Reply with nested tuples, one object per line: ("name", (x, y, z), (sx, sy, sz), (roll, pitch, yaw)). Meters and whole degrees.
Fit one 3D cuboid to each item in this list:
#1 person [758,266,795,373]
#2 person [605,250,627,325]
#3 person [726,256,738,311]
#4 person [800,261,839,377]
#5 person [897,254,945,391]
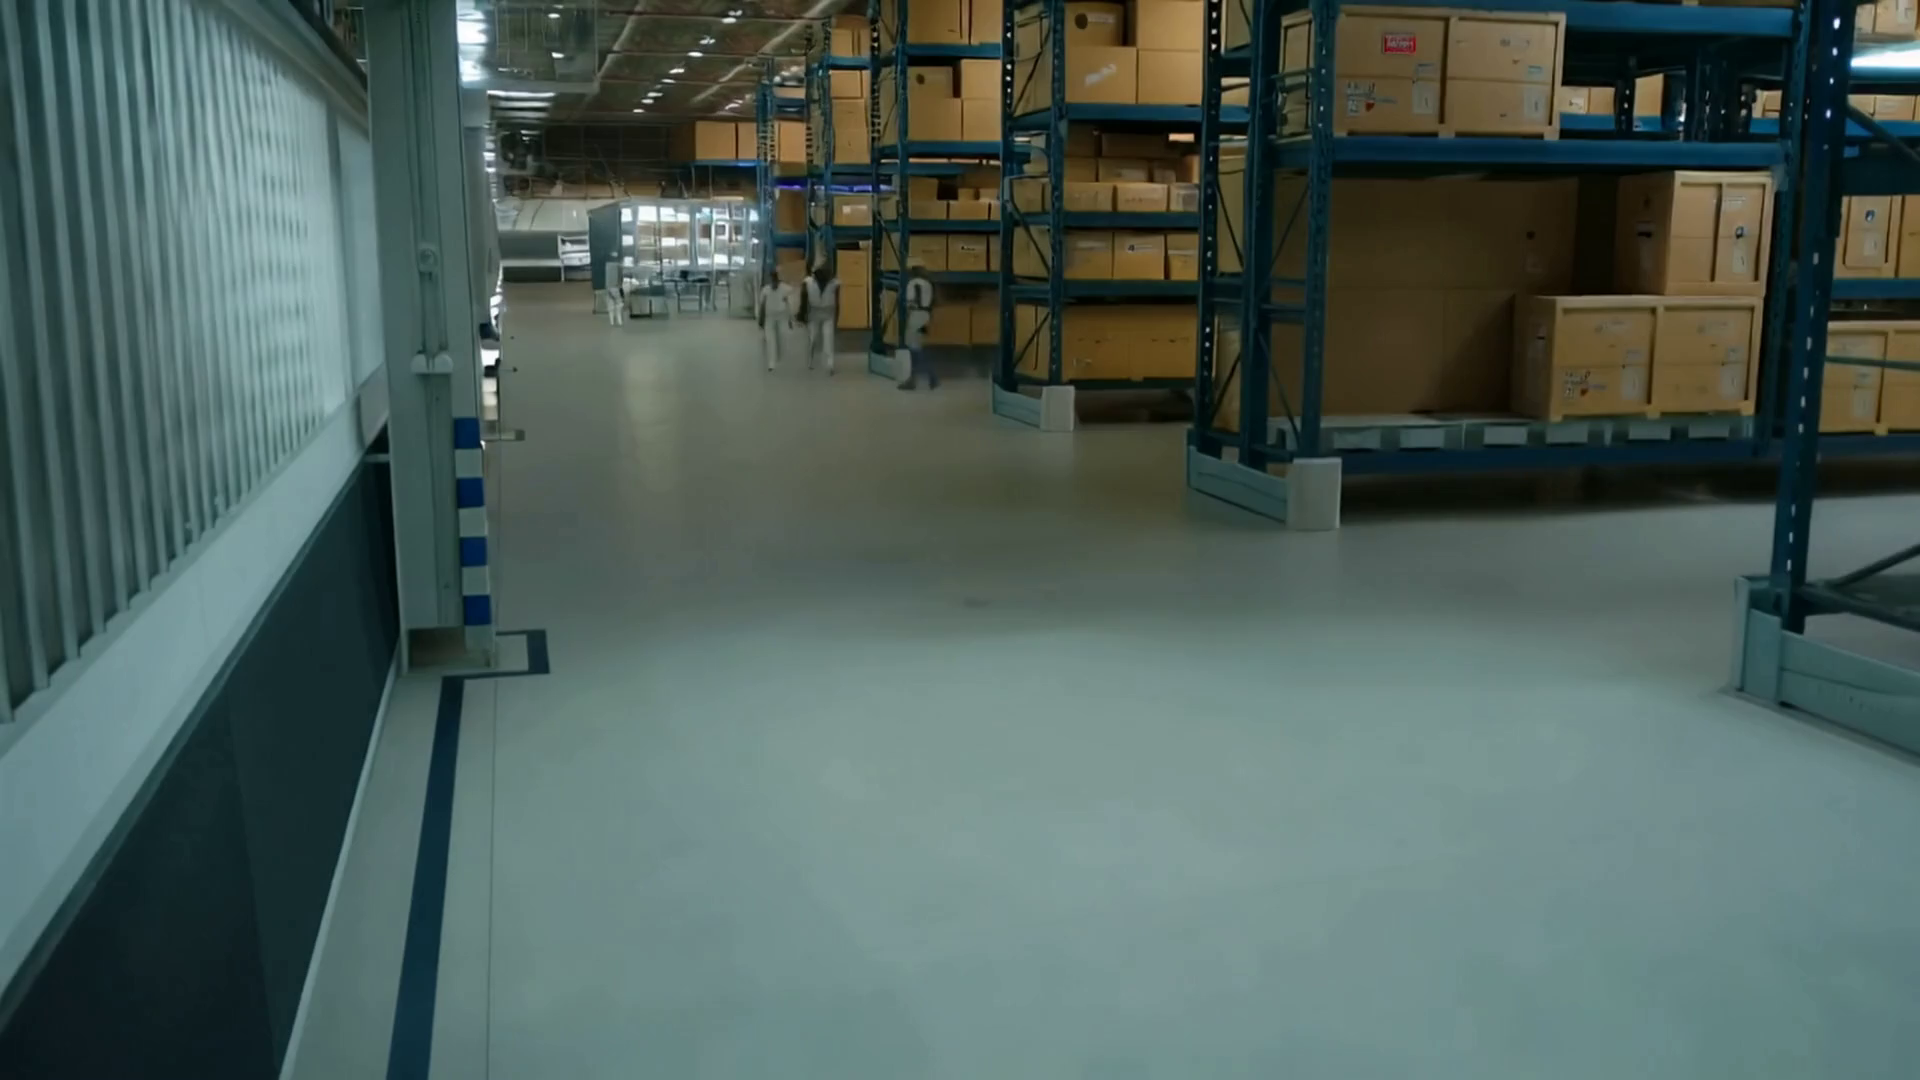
("person", (-2.936, -3.556, 26.785), (0.592, 1.720, 0.534), (3, 10, 17))
("person", (-8.911, -6.536, 43.055), (0.545, 1.938, 0.357), (4, 11, 22))
("person", (-6.550, -7.325, 48.105), (0.485, 1.735, 0.347), (5, 11, 28))
("person", (-2.179, -3.451, 25.970), (0.650, 1.789, 0.947), (-2, 10, -12))
("person", (-0.549, -3.015, 23.159), (0.735, 1.920, 0.556), (5, 11, 27))
